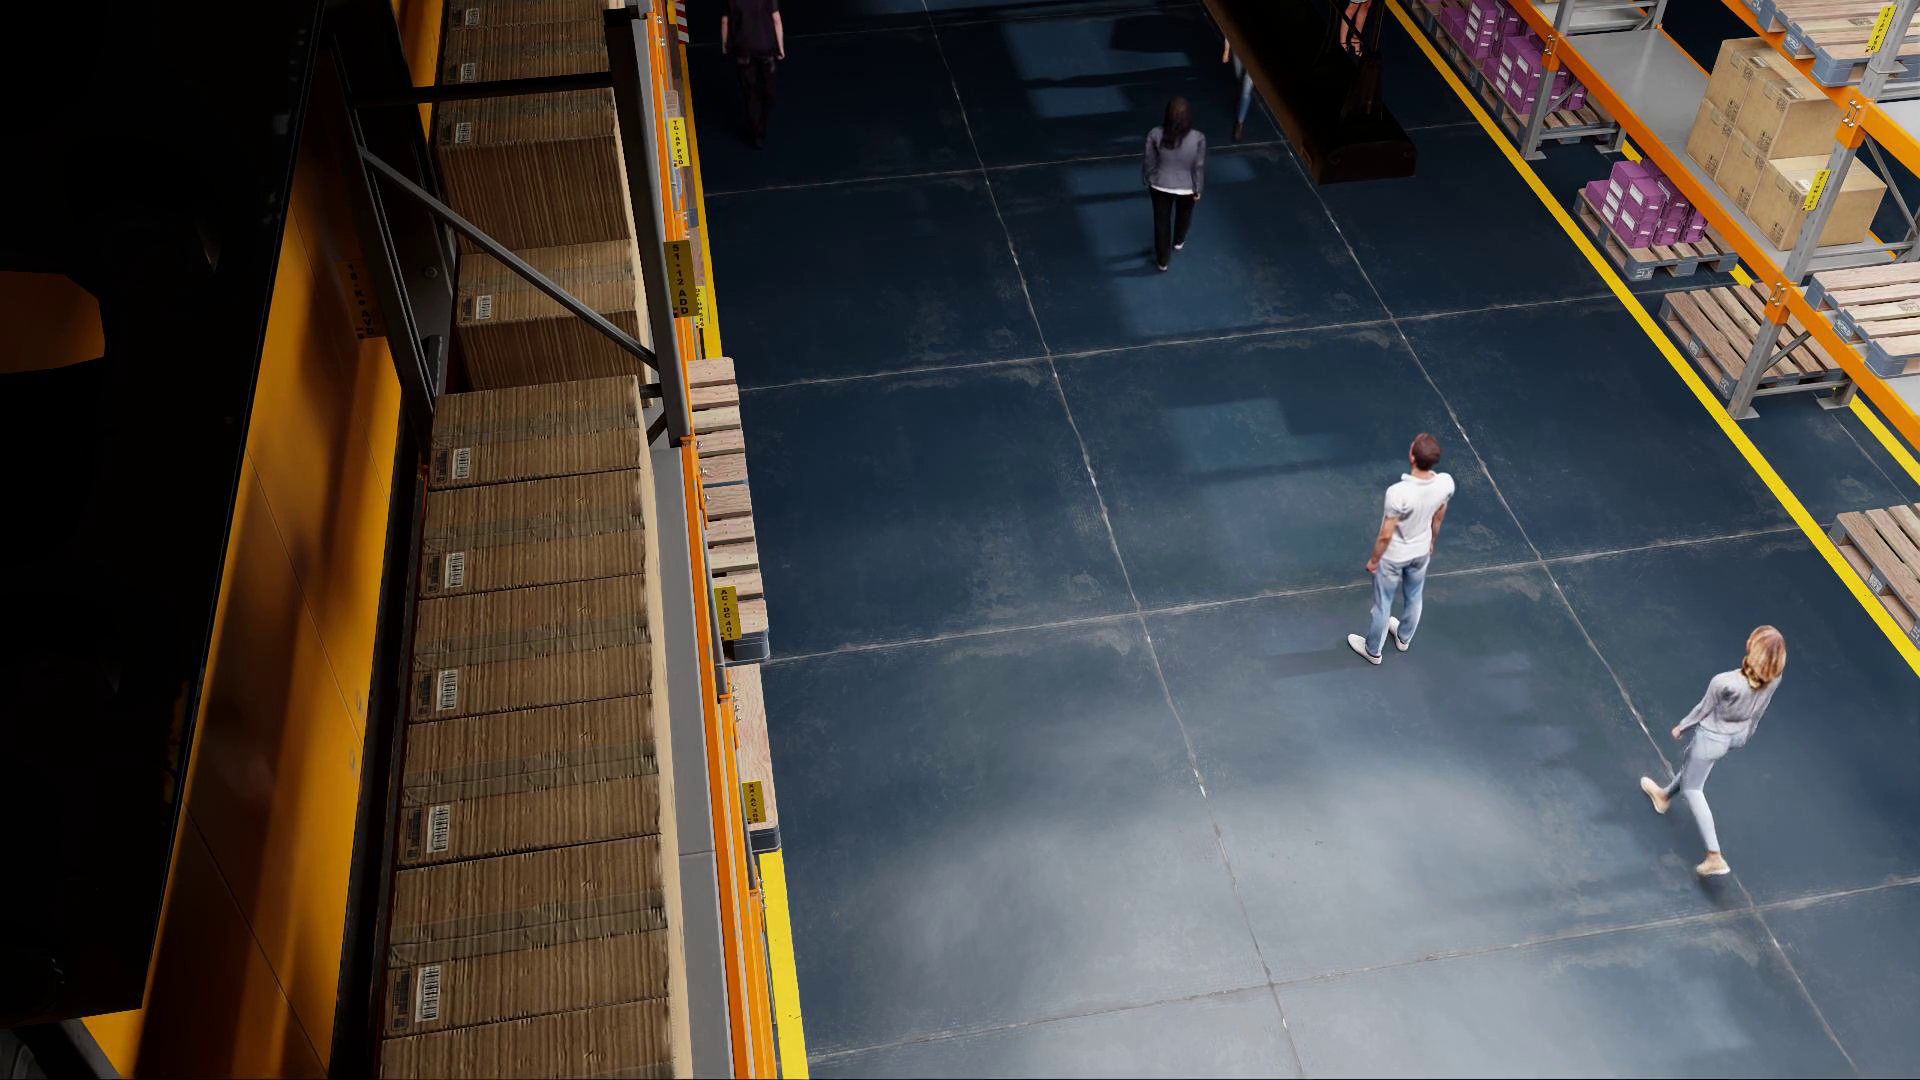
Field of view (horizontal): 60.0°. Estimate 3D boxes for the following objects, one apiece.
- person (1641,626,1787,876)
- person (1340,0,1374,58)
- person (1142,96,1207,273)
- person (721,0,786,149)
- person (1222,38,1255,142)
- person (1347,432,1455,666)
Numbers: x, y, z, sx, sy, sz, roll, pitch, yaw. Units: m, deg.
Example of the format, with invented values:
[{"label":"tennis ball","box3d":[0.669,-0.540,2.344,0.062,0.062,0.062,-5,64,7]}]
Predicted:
[{"label":"person","box3d":[4.423,1.215,9.656,0.684,1.772,1.127,-11,45,-11]},{"label":"person","box3d":[4.148,-5.770,16.951,0.680,1.822,0.671,-27,50,-25]},{"label":"person","box3d":[1.826,-3.013,14.235,0.843,1.578,0.943,6,44,6]},{"label":"person","box3d":[-1.939,-4.575,15.702,0.729,1.816,1.047,-7,44,-7]},{"label":"person","box3d":[2.781,-4.741,16.029,0.902,1.604,1.149,11,45,11]},{"label":"person","box3d":[2.885,0.071,10.801,0.689,1.850,0.622,-16,46,-16]}]
